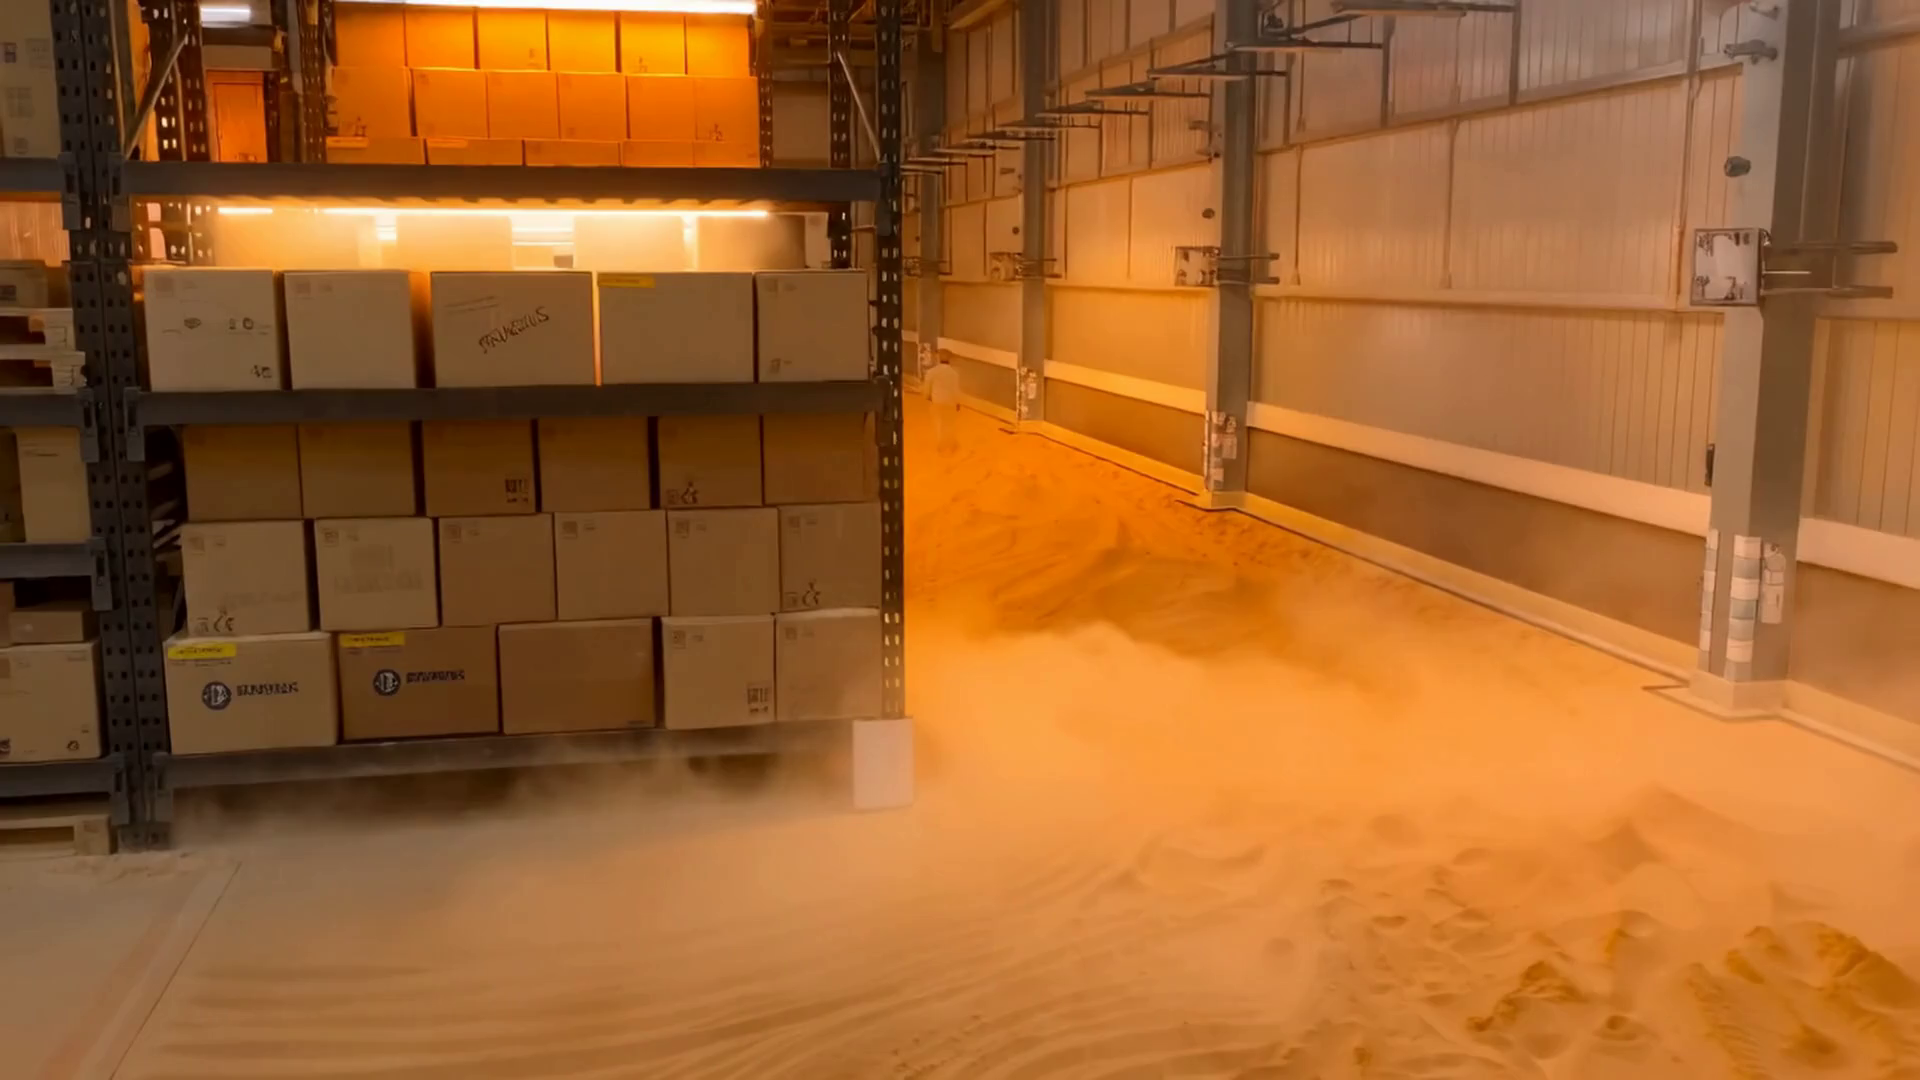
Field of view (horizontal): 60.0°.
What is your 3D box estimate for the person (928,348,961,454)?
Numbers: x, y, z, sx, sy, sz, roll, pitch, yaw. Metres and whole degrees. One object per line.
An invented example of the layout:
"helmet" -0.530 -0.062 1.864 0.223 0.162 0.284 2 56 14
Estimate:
"person" -0.242 -2.290 27.309 0.580 1.710 0.885 2 10 11
